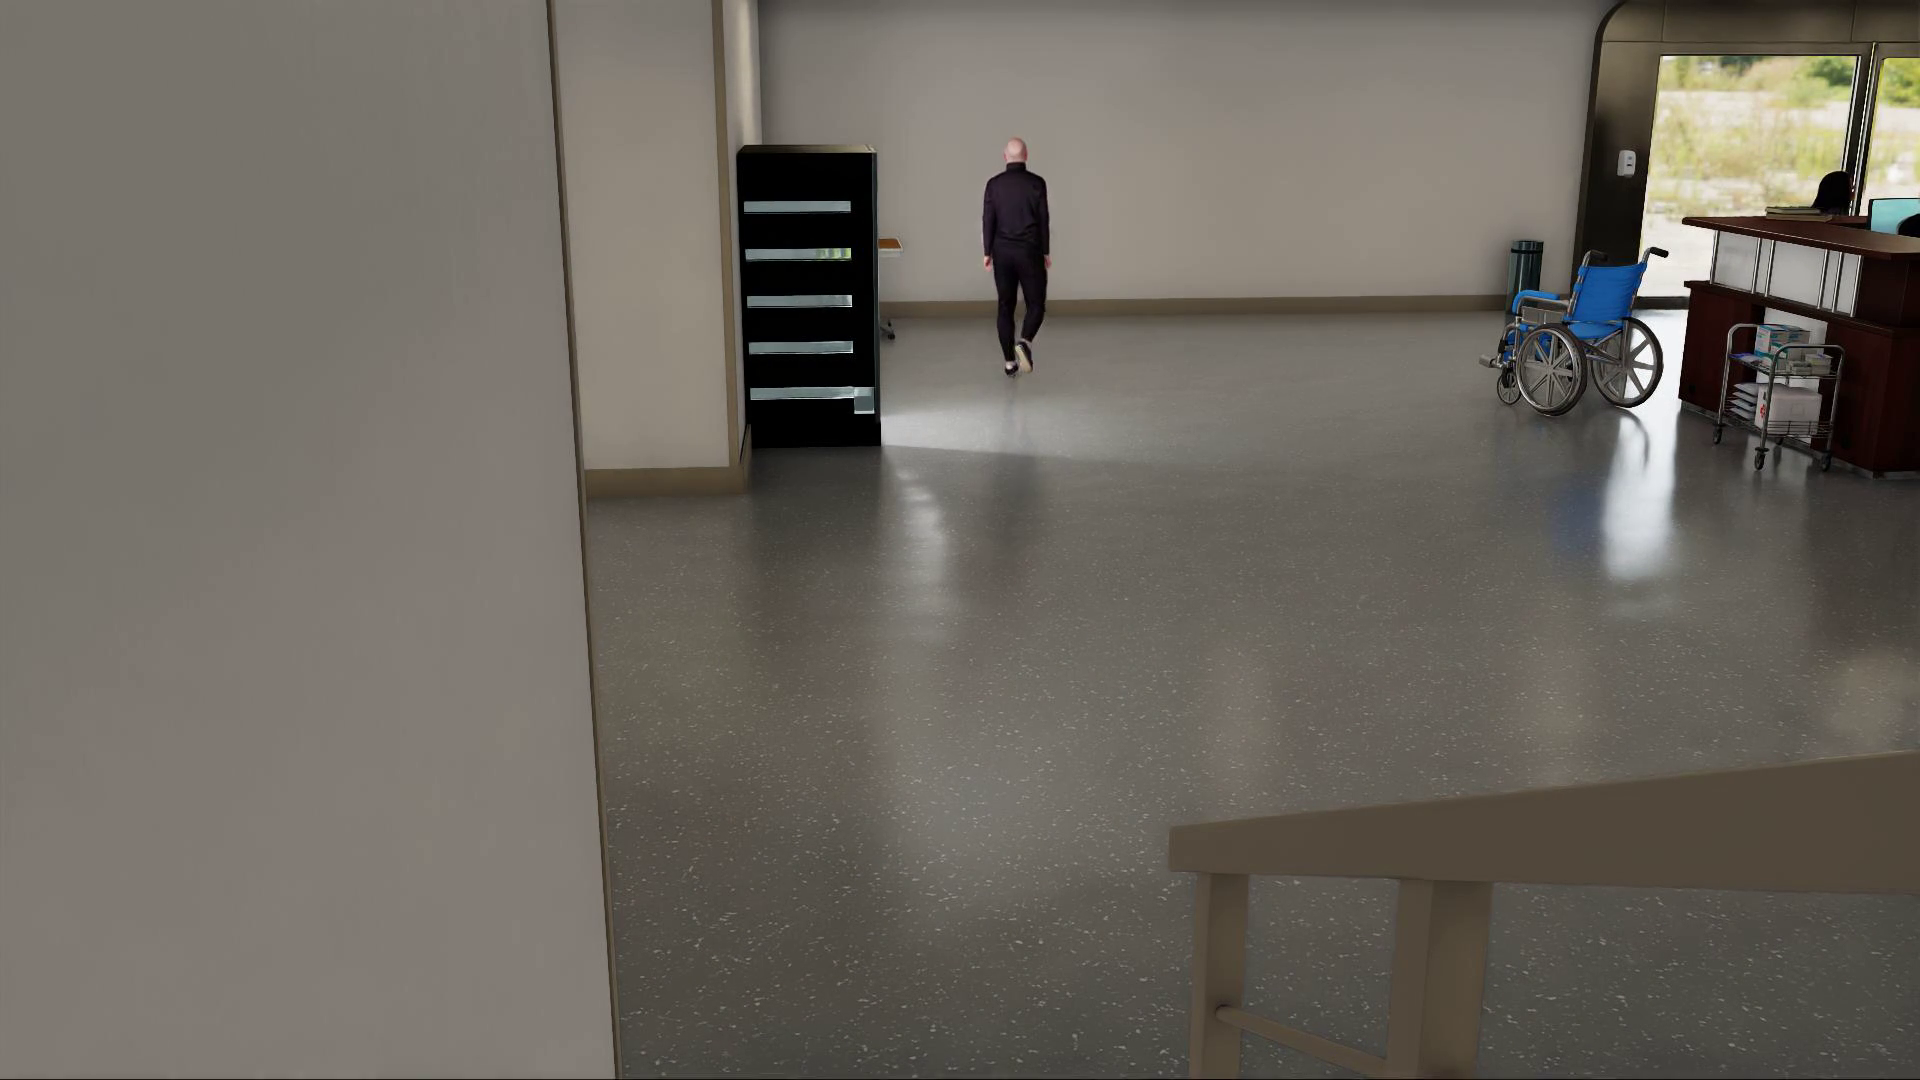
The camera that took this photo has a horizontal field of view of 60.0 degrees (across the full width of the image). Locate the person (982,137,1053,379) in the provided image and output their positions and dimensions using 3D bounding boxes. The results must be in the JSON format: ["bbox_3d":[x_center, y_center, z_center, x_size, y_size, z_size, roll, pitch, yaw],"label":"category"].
[{"bbox_3d":[0.435,-2.102,12.594,0.835,1.821,1.026,3,16,10],"label":"person"}]
